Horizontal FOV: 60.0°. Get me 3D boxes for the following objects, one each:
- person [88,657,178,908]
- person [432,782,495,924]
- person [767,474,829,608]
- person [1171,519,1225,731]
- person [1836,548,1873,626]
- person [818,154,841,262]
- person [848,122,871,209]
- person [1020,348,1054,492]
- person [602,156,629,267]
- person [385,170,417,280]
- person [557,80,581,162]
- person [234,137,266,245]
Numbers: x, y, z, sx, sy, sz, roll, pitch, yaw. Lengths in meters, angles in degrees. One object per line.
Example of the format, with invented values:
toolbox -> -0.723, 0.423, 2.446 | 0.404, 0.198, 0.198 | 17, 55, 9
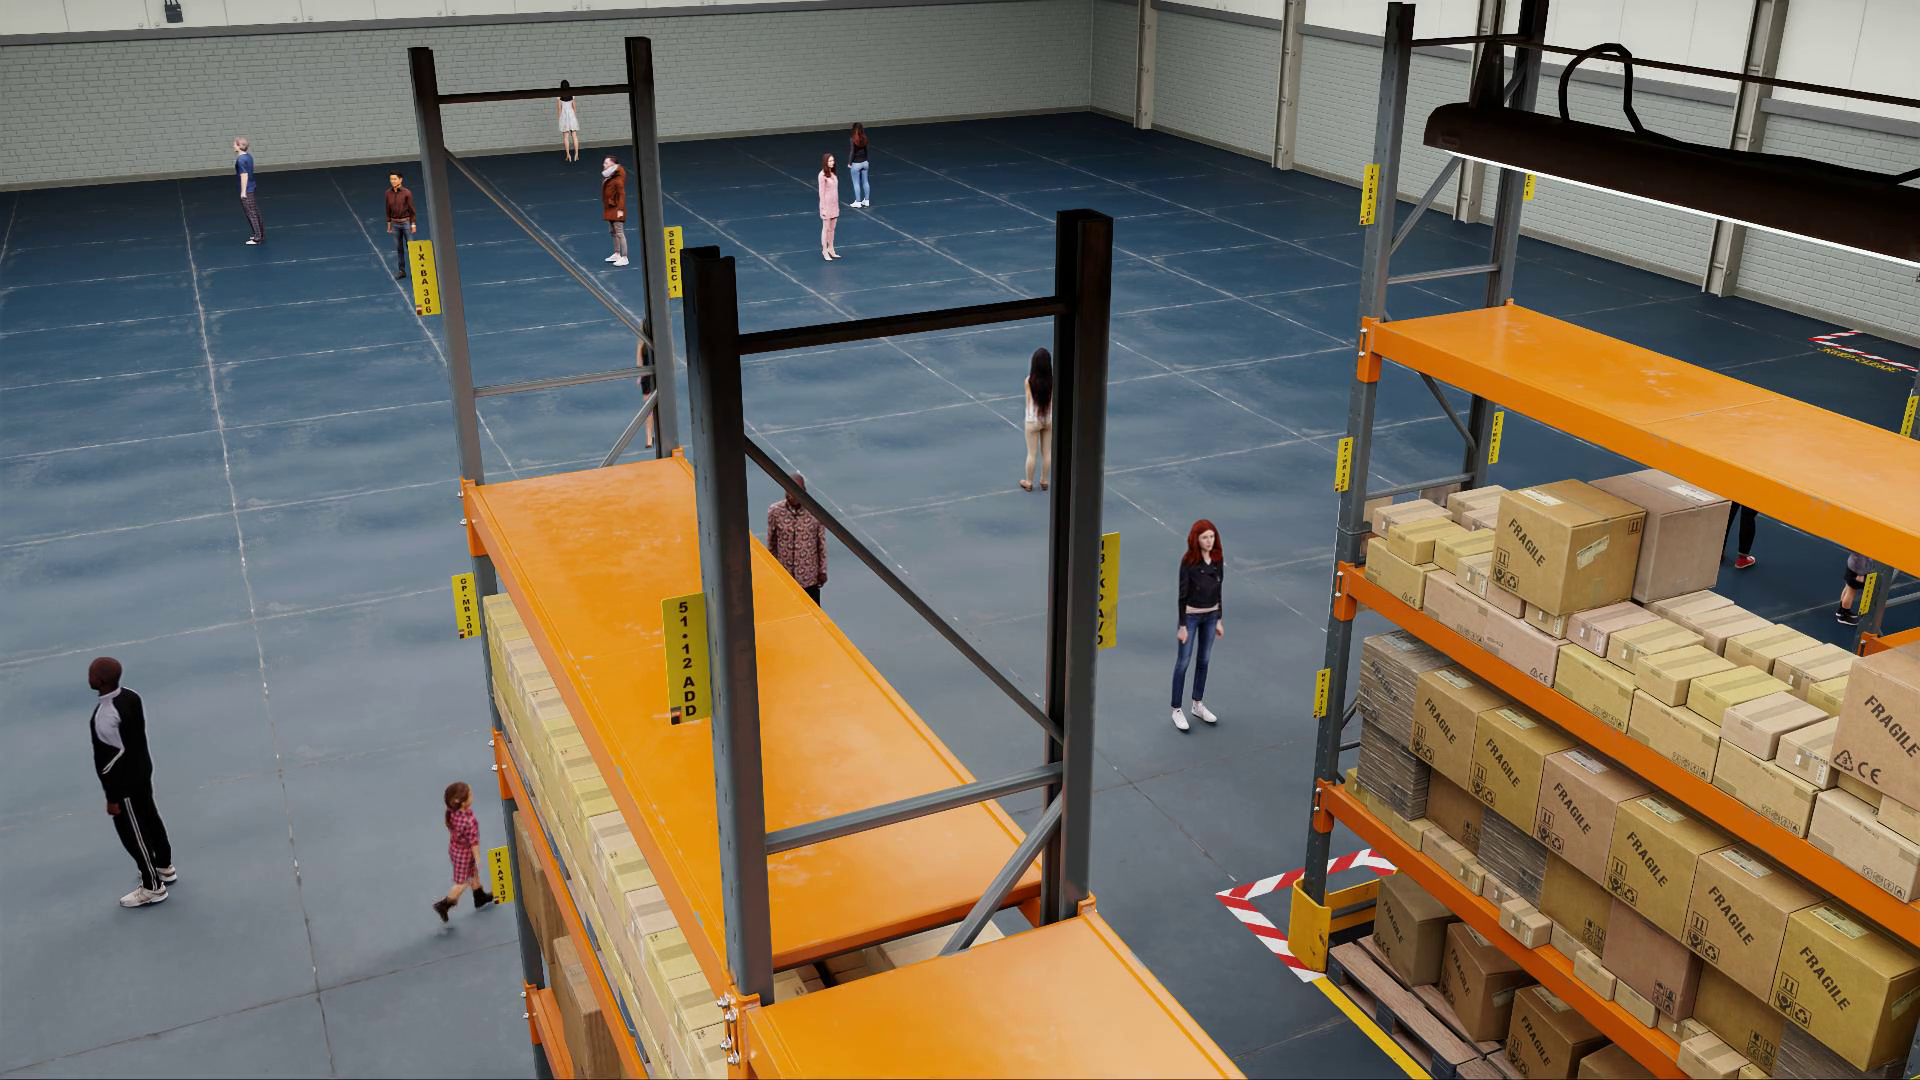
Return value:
person -> -5.642, 1.608, 11.290 | 0.795, 1.828, 0.622 | -1, 23, -3
person -> -3.371, 2.099, 11.178 | 0.699, 1.011, 0.652 | 19, 30, 38
person -> -1.412, 0.267, 14.468 | 0.764, 1.808, 0.731 | -1, 23, -2
person -> 1.939, 0.671, 13.547 | 0.560, 1.786, 0.522 | -10, 25, -22
person -> 8.337, 0.234, 15.445 | 0.590, 1.106, 0.538 | 10, 25, 22
person -> -2.261, -5.733, 28.586 | 0.705, 1.803, 0.688 | 13, 26, 28
person -> -1.987, -7.377, 32.667 | 0.710, 1.633, 0.665 | -20, 30, -39
person -> 0.899, -1.318, 18.393 | 0.647, 1.653, 0.572 | -10, 25, -23
person -> -5.846, -5.606, 28.242 | 0.793, 1.838, 0.658 | -14, 27, -30
person -> -9.171, -5.190, 27.334 | 0.718, 1.782, 0.706 | 2, 23, 4
person -> -8.775, -9.390, 37.223 | 0.629, 1.774, 0.608 | -10, 25, -23
person -> -12.719, -6.249, 29.710 | 0.785, 1.871, 0.601 | -2, 23, -5
